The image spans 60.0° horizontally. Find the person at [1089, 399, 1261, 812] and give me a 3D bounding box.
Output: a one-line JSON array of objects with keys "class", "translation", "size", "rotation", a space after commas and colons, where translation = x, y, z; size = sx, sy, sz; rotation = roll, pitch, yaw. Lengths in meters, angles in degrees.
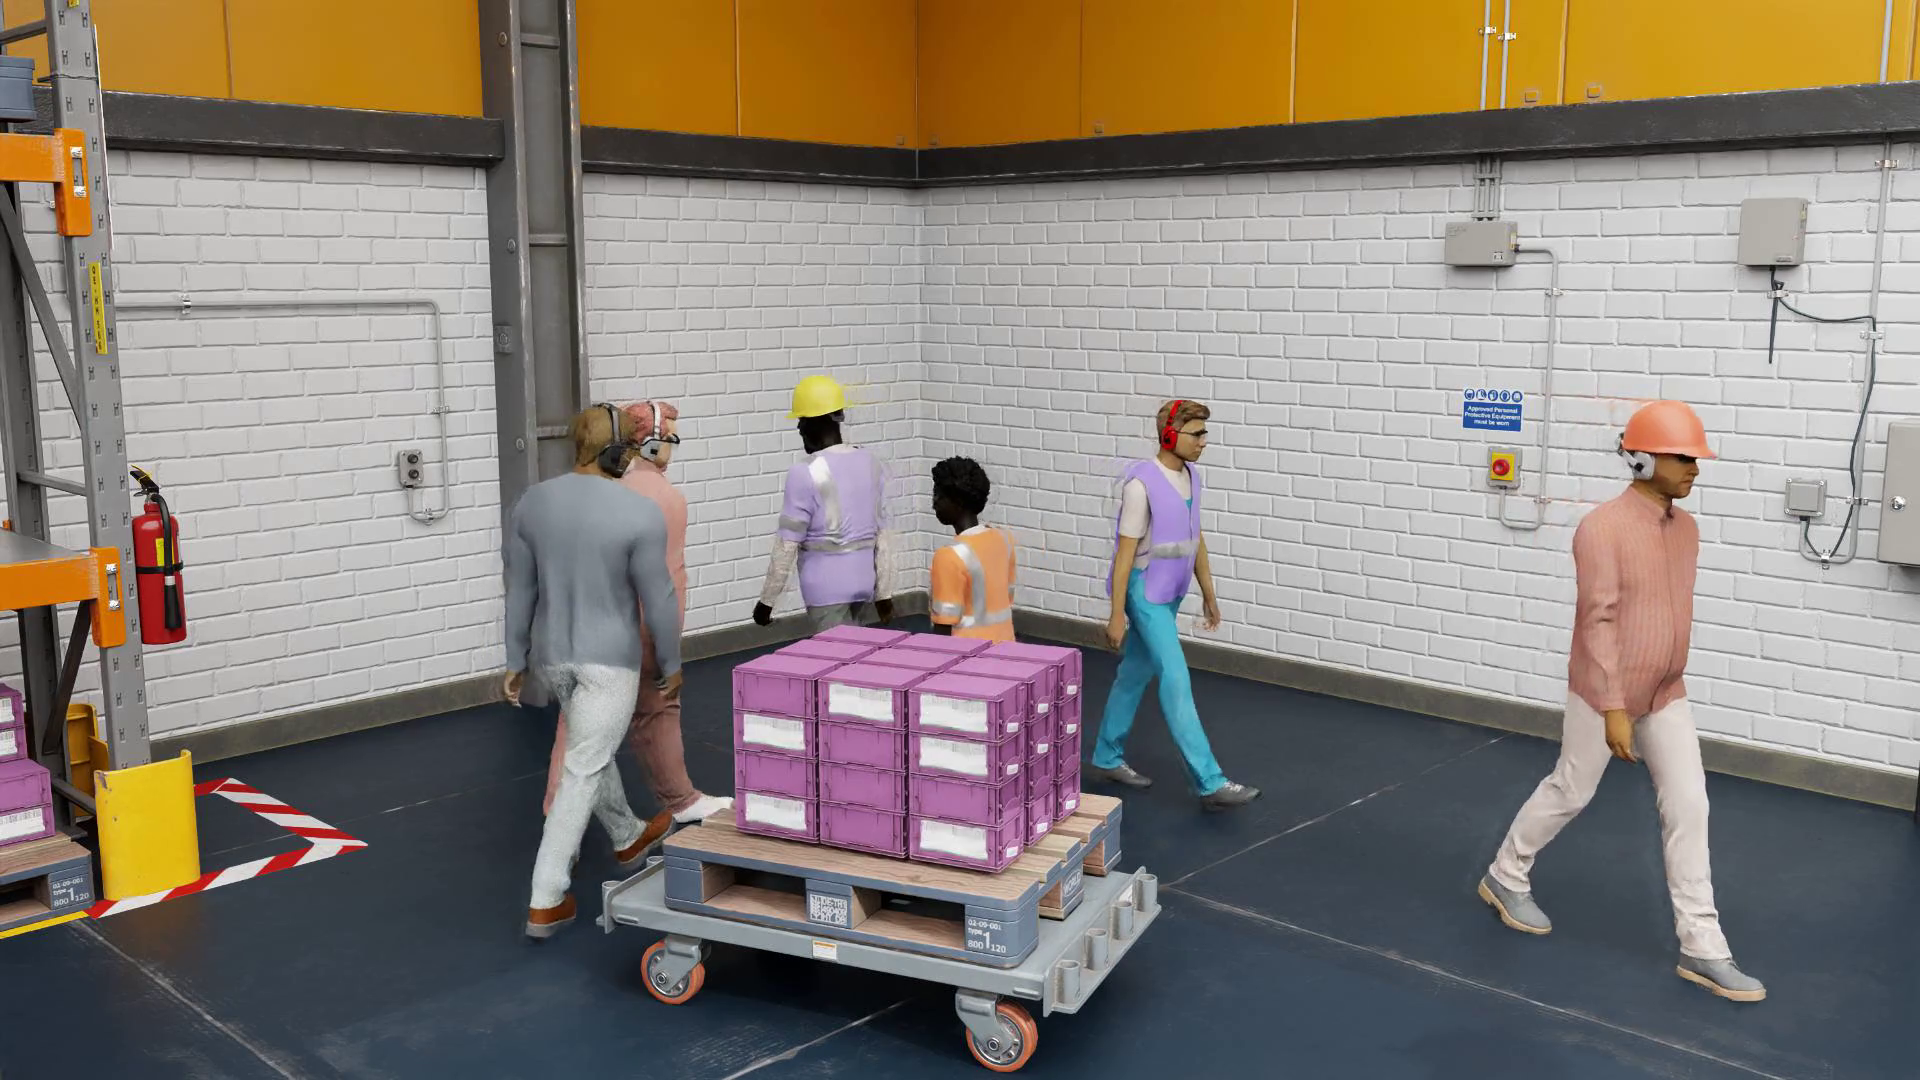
[{"class": "person", "translation": [0.959, 0.283, 7.313], "size": [0.952, 1.791, 0.607], "rotation": [6, 11, 31]}]

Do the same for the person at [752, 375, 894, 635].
[{"class": "person", "translation": [-0.683, 0.204, 7.511], "size": [0.898, 1.886, 0.596], "rotation": [5, 11, 30]}]

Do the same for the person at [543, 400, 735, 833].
[{"class": "person", "translation": [-1.349, 0.362, 6.716], "size": [0.692, 1.848, 0.939], "rotation": [5, 10, 26]}]

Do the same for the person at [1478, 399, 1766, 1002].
[{"class": "person", "translation": [2.241, 0.492, 5.644], "size": [0.606, 1.954, 1.035], "rotation": [-5, 10, -27]}]

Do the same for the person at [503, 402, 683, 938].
[{"class": "person", "translation": [-1.322, 0.437, 6.116], "size": [0.646, 1.878, 1.007], "rotation": [4, 10, 25]}]

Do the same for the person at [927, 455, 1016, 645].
[{"class": "person", "translation": [0.071, 0.496, 6.480], "size": [0.880, 1.652, 0.537], "rotation": [4, 10, 25]}]
